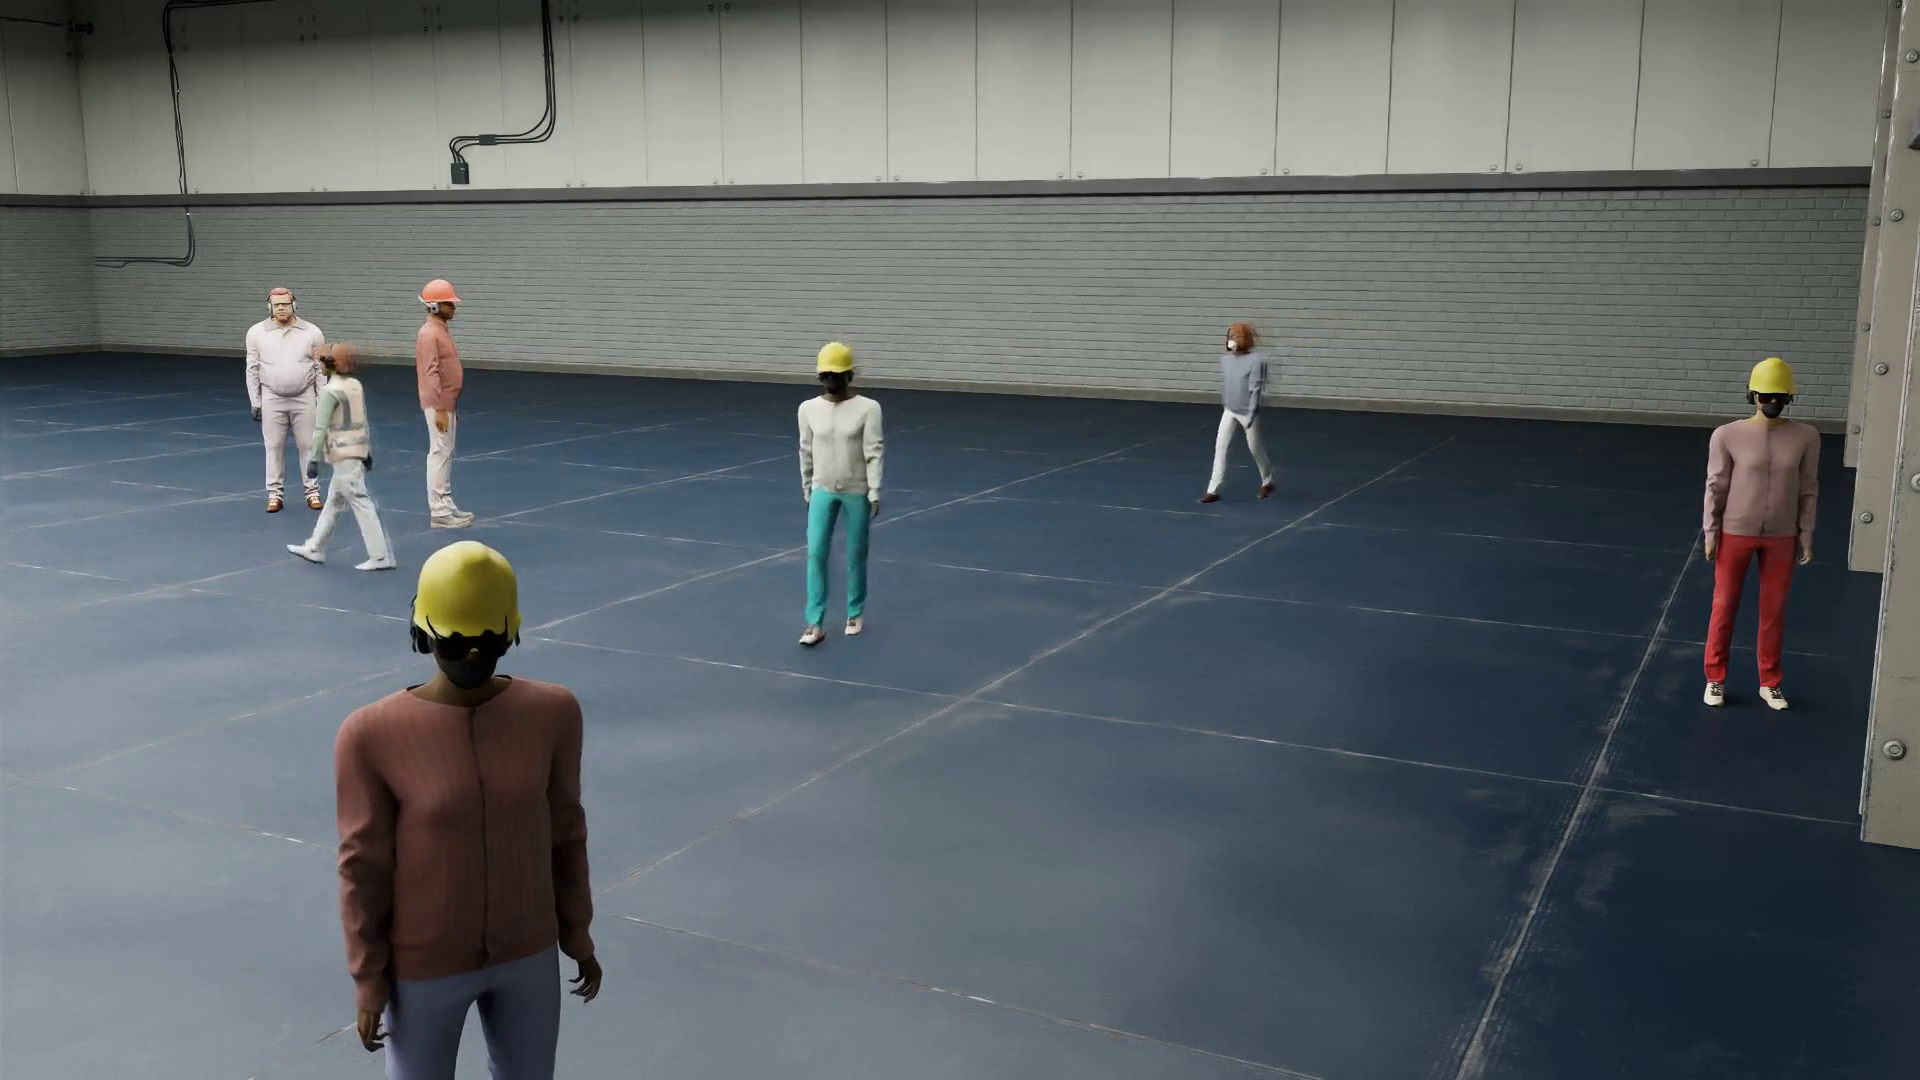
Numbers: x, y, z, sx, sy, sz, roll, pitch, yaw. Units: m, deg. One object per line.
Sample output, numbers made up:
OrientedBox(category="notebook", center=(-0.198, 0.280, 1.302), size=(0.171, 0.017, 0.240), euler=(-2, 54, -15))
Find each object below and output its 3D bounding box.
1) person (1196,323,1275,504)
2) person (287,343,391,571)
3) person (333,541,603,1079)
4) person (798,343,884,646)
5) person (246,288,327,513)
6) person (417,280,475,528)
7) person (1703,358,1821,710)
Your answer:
OrientedBox(category="person", center=(2.495, -1.120, 14.687), size=(0.862, 1.589, 0.503), euler=(-10, 14, -42))
OrientedBox(category="person", center=(-4.398, -0.572, 11.645), size=(0.834, 1.592, 0.544), euler=(1, 10, 4))
OrientedBox(category="person", center=(-0.985, 0.864, 3.410), size=(0.524, 1.759, 0.328), euler=(-8, 13, -36))
OrientedBox(category="person", center=(-0.701, -0.253, 9.576), size=(0.530, 1.735, 0.789), euler=(1, 10, 8))
OrientedBox(category="person", center=(-5.736, -1.192, 14.210), size=(0.641, 1.908, 0.407), euler=(-5, 11, -23))
OrientedBox(category="person", center=(-4.172, -1.093, 13.459), size=(0.397, 1.991, 0.633), euler=(-1, 10, -7))
OrientedBox(category="person", center=(3.959, -0.022, 8.242), size=(0.524, 1.761, 0.334), euler=(1, 10, 8))
